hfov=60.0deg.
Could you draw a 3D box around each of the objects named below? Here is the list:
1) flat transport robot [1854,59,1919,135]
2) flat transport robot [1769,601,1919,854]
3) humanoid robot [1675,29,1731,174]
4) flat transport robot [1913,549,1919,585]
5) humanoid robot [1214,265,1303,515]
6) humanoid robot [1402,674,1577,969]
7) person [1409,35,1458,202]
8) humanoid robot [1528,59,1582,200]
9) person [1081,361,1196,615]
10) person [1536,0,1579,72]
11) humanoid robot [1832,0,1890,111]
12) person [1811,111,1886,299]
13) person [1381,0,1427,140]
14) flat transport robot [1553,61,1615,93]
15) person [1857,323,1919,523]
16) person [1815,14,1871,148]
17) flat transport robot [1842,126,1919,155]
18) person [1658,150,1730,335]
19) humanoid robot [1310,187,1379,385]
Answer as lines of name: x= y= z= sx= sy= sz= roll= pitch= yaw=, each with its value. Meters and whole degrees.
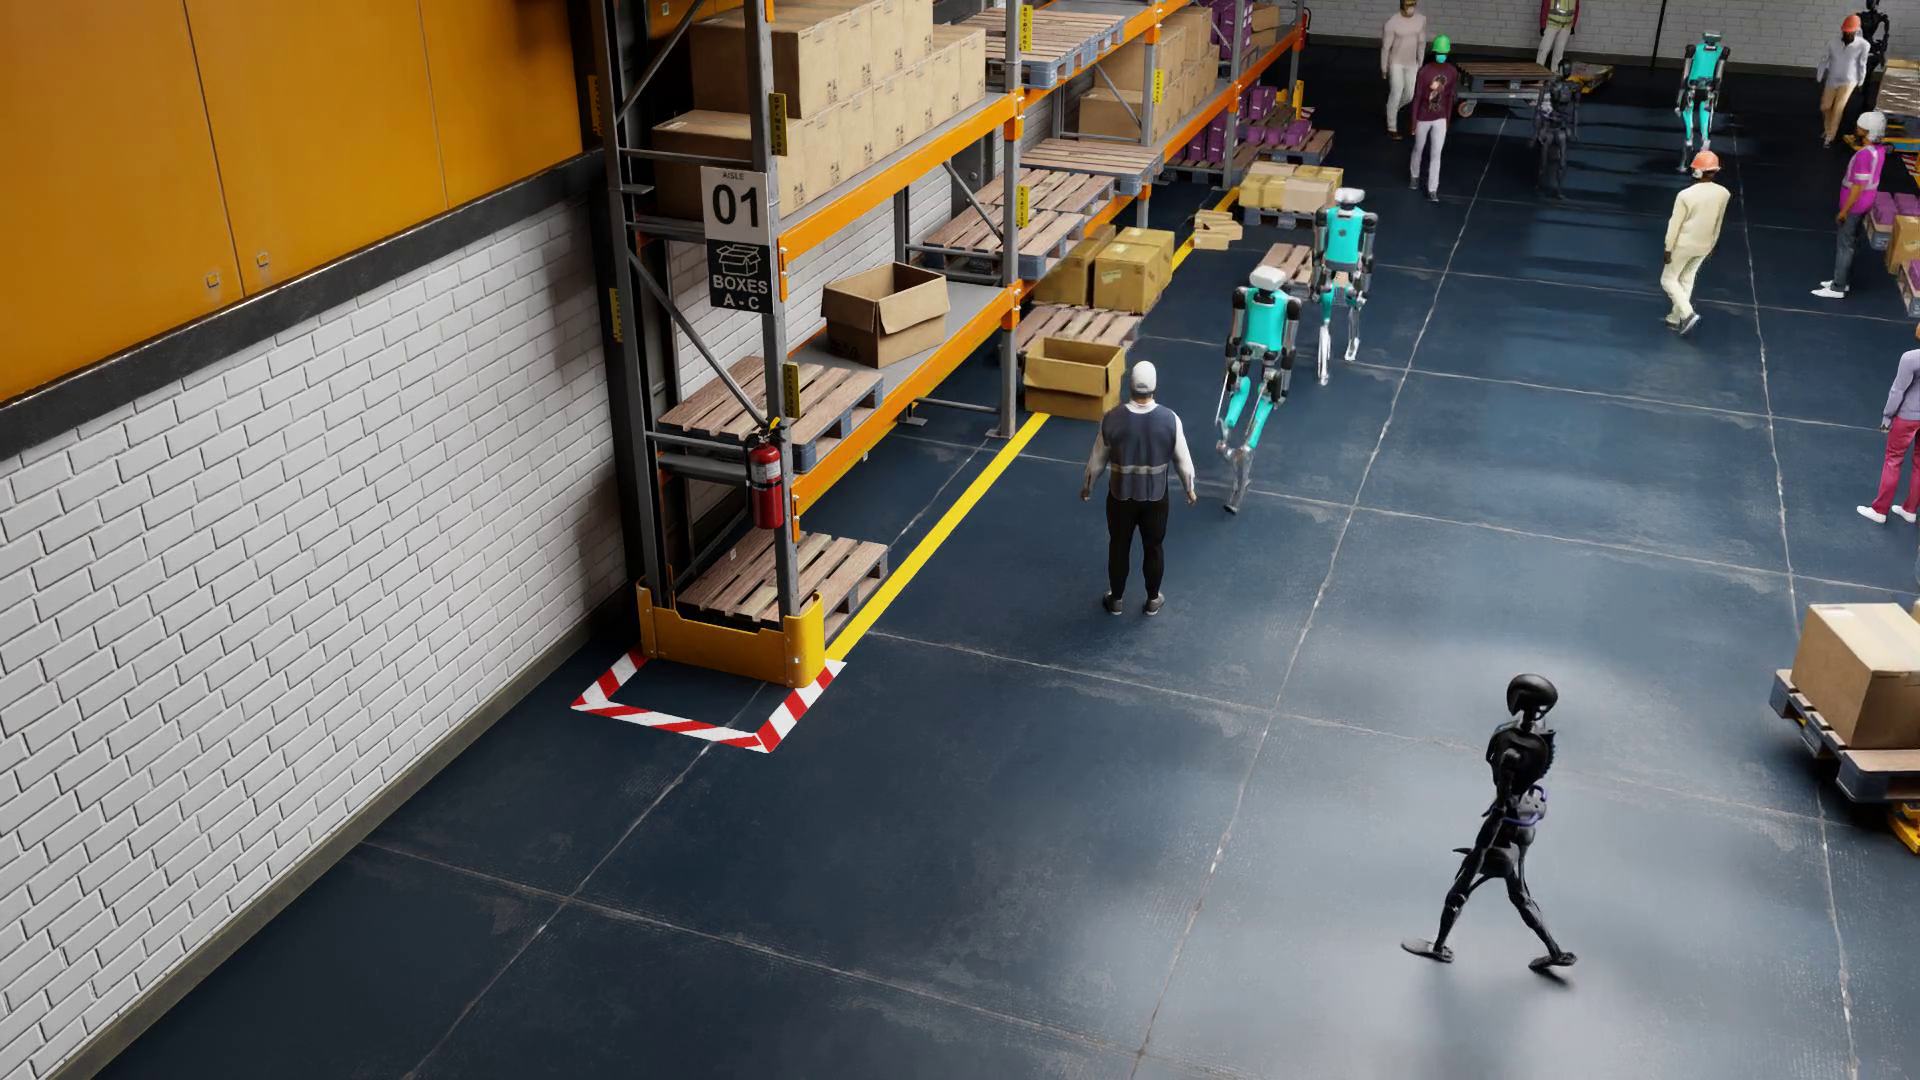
flat transport robot: x=12.918 y=-5.525 z=22.467 sx=1.431 sy=0.231 sz=0.659 roll=15 pitch=31 yaw=27
flat transport robot: x=5.314 y=1.255 z=9.316 sx=0.659 sy=0.231 sz=1.431 roll=-1 pitch=27 yaw=-1
humanoid robot: x=9.144 y=-5.269 z=20.445 sx=0.556 sy=1.855 sz=0.854 roll=1 pitch=27 yaw=2
flat transport robot: x=6.820 y=0.574 z=10.638 sx=0.659 sy=0.231 sz=1.431 roll=7 pitch=28 yaw=13
humanoid robot: x=2.091 y=-1.027 z=12.226 sx=0.545 sy=1.868 sz=0.822 roll=15 pitch=31 yaw=26
humanoid robot: x=2.552 y=1.327 z=7.695 sx=0.778 sy=1.637 sz=0.584 roll=15 pitch=31 yaw=26
person: x=5.585 y=-5.024 z=19.725 sx=0.510 sy=1.890 sz=1.023 roll=2 pitch=27 yaw=4
humanoid robot: x=7.037 y=-4.843 z=19.621 sx=0.610 sy=1.640 sz=0.533 roll=-5 pitch=28 yaw=-9
person: x=1.156 y=-0.317 z=10.739 sx=0.749 sy=1.758 sz=0.426 roll=2 pitch=27 yaw=3
person: x=9.042 y=-7.780 z=25.140 sx=0.624 sy=1.838 sz=0.431 roll=-7 pitch=28 yaw=-14
humanoid robot: x=12.903 y=-6.931 z=23.694 sx=0.609 sy=1.648 sz=0.612 roll=-21 pitch=34 yaw=-35
person: x=8.837 y=-3.310 z=16.451 sx=0.345 sy=1.844 sz=0.533 roll=23 pitch=35 yaw=37
person: x=5.910 y=-6.379 z=22.323 sx=0.640 sy=1.918 sz=0.551 roll=-8 pitch=28 yaw=-15
flat transport robot: x=9.531 y=-7.105 z=25.533 sx=0.659 sy=0.231 sz=1.431 roll=17 pitch=32 yaw=30
person: x=6.881 y=-0.882 z=11.979 sx=0.498 sy=1.629 sz=0.288 roll=-3 pitch=27 yaw=-6
person: x=11.668 y=-6.104 z=22.014 sx=0.580 sy=1.708 sz=0.669 roll=23 pitch=35 yaw=37
flat transport robot: x=12.505 y=-5.252 z=21.938 sx=1.431 sy=0.231 sz=0.659 roll=6 pitch=28 yaw=11
person: x=6.826 y=-2.742 z=15.468 sx=0.571 sy=1.736 sz=0.563 roll=-8 pitch=28 yaw=-15
humanoid robot: x=3.417 y=-2.308 z=14.655 sx=0.532 sy=1.773 sz=0.954 roll=12 pitch=30 yaw=22
